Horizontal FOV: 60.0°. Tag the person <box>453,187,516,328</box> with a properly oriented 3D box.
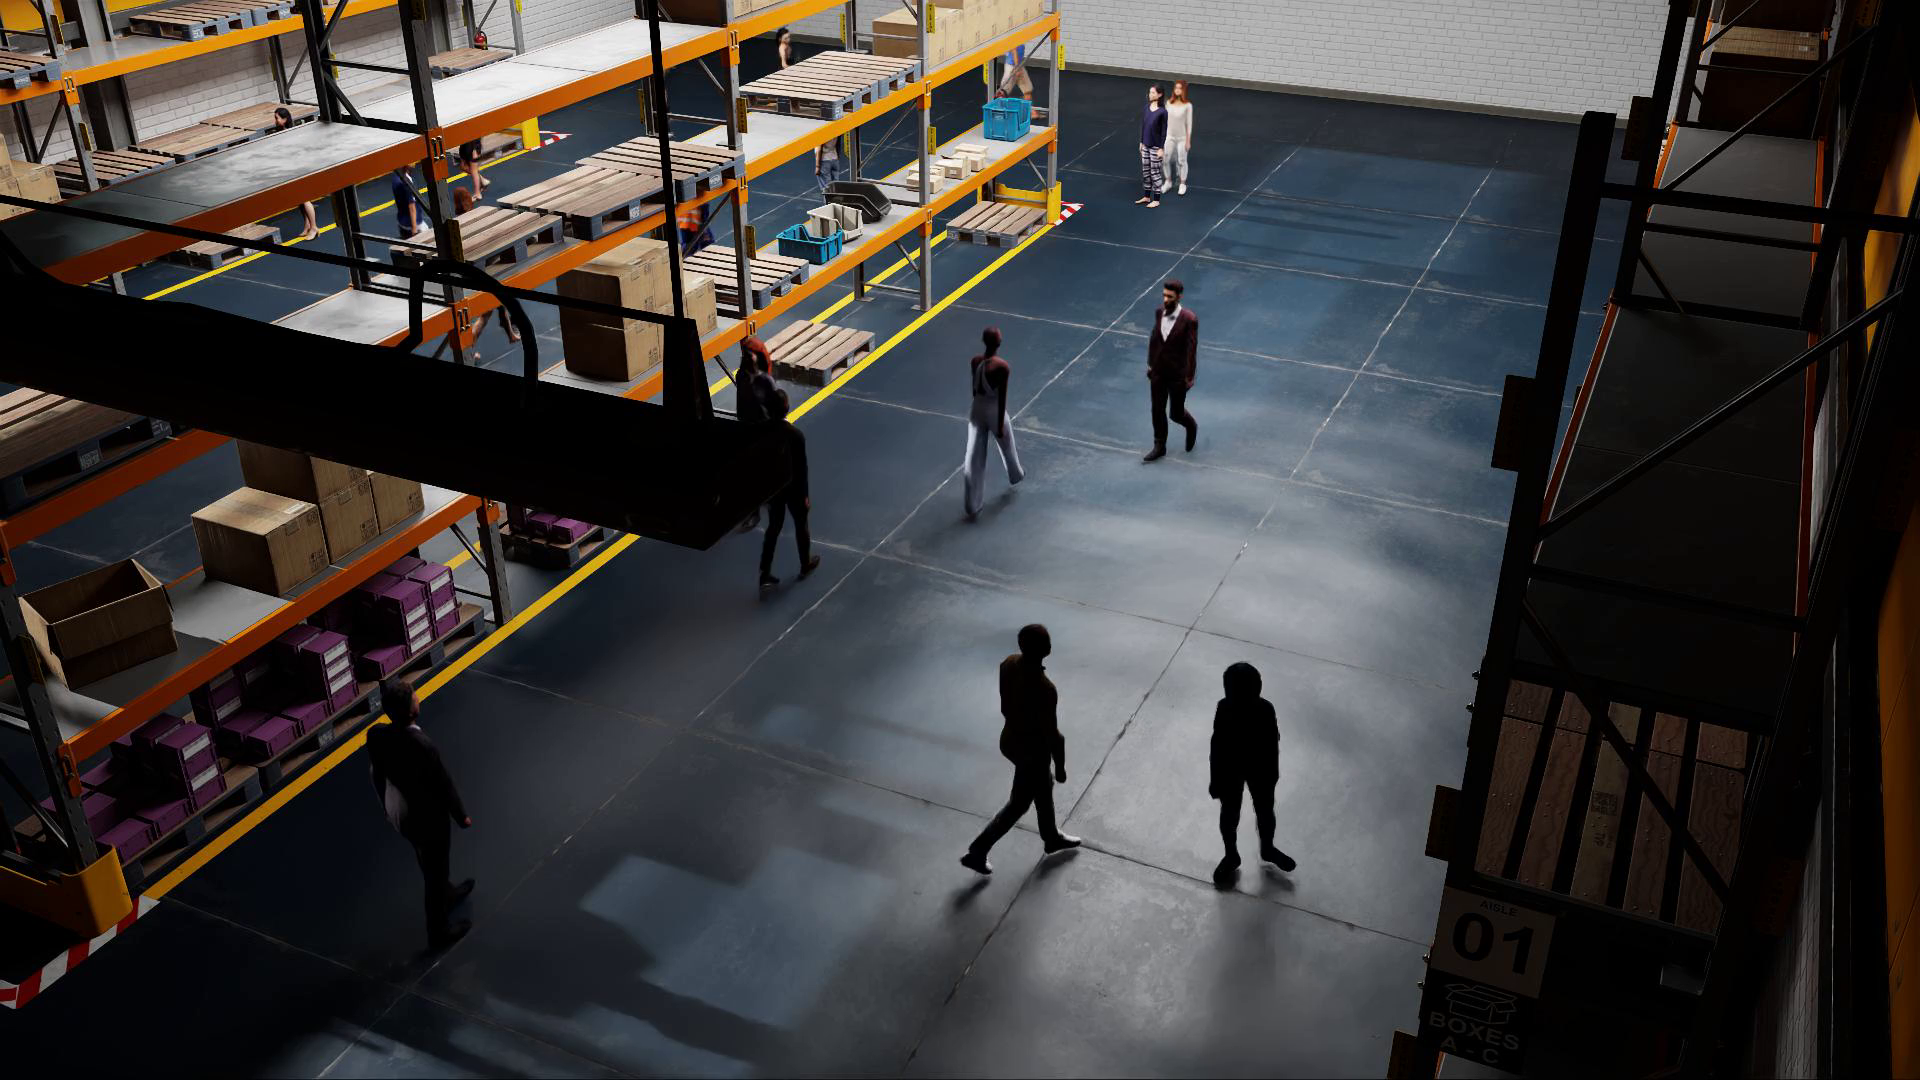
[{"bbox_3d":[-5.502,-3.206,19.216,1.079,1.661,1.158,-4,29,-6],"label":"person"}]

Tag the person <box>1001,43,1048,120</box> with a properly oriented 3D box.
[{"bbox_3d":[0.820,-7.839,27.543,0.822,1.820,1.224,9,30,16],"label":"person"}]

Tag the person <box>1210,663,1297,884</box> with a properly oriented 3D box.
[{"bbox_3d":[1.849,1.475,10.619,0.873,1.675,0.801,-4,29,-8],"label":"person"}]

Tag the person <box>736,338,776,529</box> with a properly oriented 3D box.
[{"bbox_3d":[-1.790,-1.007,15.081,0.660,1.761,1.002,16,33,27],"label":"person"}]

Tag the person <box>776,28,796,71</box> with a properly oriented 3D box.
[{"bbox_3d":[-2.832,-7.467,26.984,0.854,1.702,0.681,-7,29,-13],"label":"person"}]

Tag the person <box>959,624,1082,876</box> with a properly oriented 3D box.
[{"bbox_3d":[0.365,1.387,10.657,1.254,1.794,1.169,-11,30,-19],"label":"person"}]

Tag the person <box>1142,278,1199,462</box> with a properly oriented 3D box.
[{"bbox_3d":[2.100,-1.678,16.214,0.854,1.853,0.991,24,37,37],"label":"person"}]

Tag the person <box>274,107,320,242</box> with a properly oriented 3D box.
[{"bbox_3d":[-8.865,-4.884,22.178,0.793,1.769,0.773,-20,34,-32],"label":"person"}]

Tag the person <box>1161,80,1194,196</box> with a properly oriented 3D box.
[{"bbox_3d":[3.153,-5.799,23.953,0.650,1.675,0.721,17,33,28],"label":"person"}]

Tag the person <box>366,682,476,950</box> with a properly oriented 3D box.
[{"bbox_3d":[-3.297,1.679,10.082,0.752,1.832,0.825,16,32,26],"label":"person"}]

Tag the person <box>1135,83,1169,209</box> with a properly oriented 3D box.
[{"bbox_3d":[2.737,-5.590,23.509,0.670,1.734,0.679,-21,35,-33],"label":"person"}]

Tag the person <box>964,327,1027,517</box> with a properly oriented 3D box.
[{"bbox_3d":[0.207,-1.033,15.162,0.708,1.728,1.176,19,34,31],"label":"person"}]

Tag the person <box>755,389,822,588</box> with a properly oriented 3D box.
[{"bbox_3d":[-1.520,-0.394,13.936,0.687,1.781,0.996,13,31,23],"label":"person"}]
